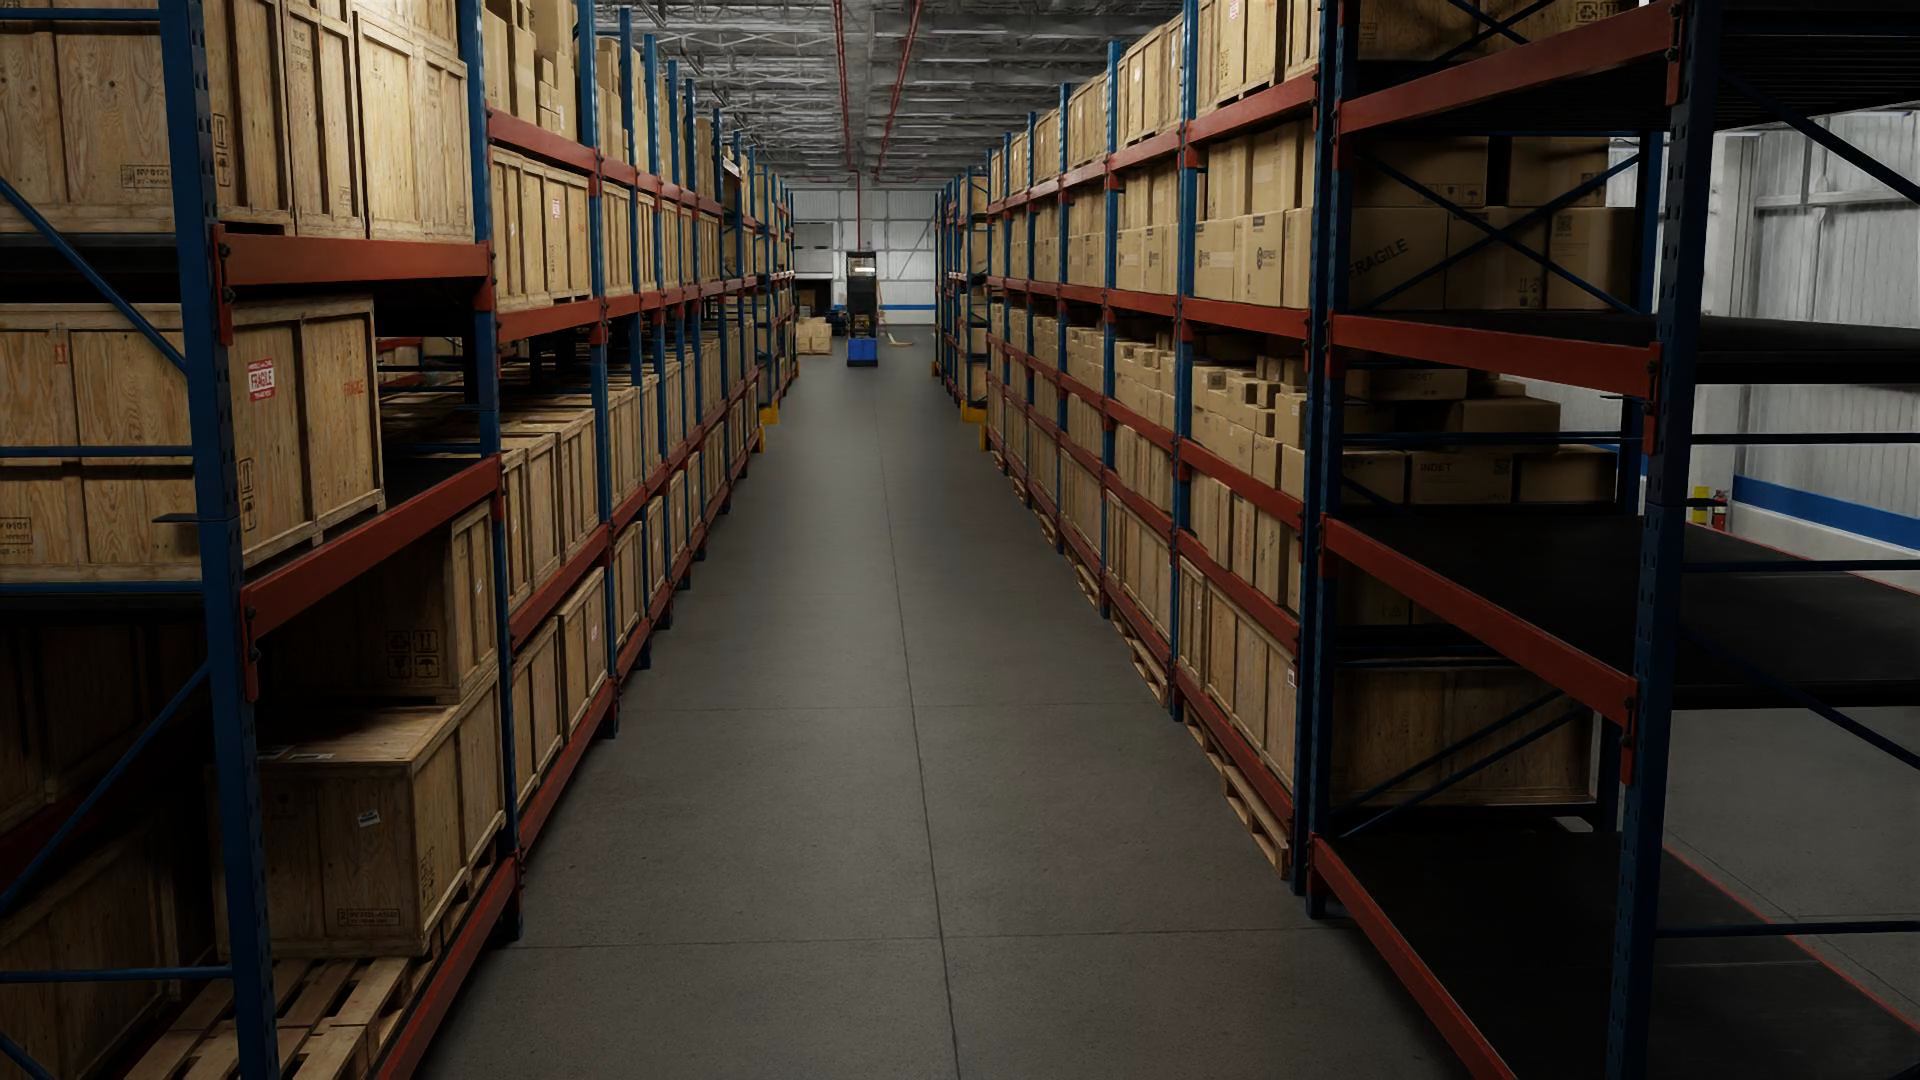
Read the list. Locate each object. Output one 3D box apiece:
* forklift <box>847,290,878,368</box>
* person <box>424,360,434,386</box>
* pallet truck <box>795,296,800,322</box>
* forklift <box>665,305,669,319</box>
[{"bbox_3d":[-3.548,-7.659,60.216,1.129,2.768,1.873,-1,10,-4],"label":"forklift"},{"bbox_3d":[-12.287,-3.341,38.246,0.849,1.583,0.528,-1,10,-6],"label":"person"},{"bbox_3d":[-8.622,-12.439,91.403,1.885,1.965,0.823,2,10,13],"label":"pallet truck"},{"bbox_3d":[-8.924,-5.970,50.130,1.873,2.768,1.129,-1,10,-3],"label":"forklift"}]
